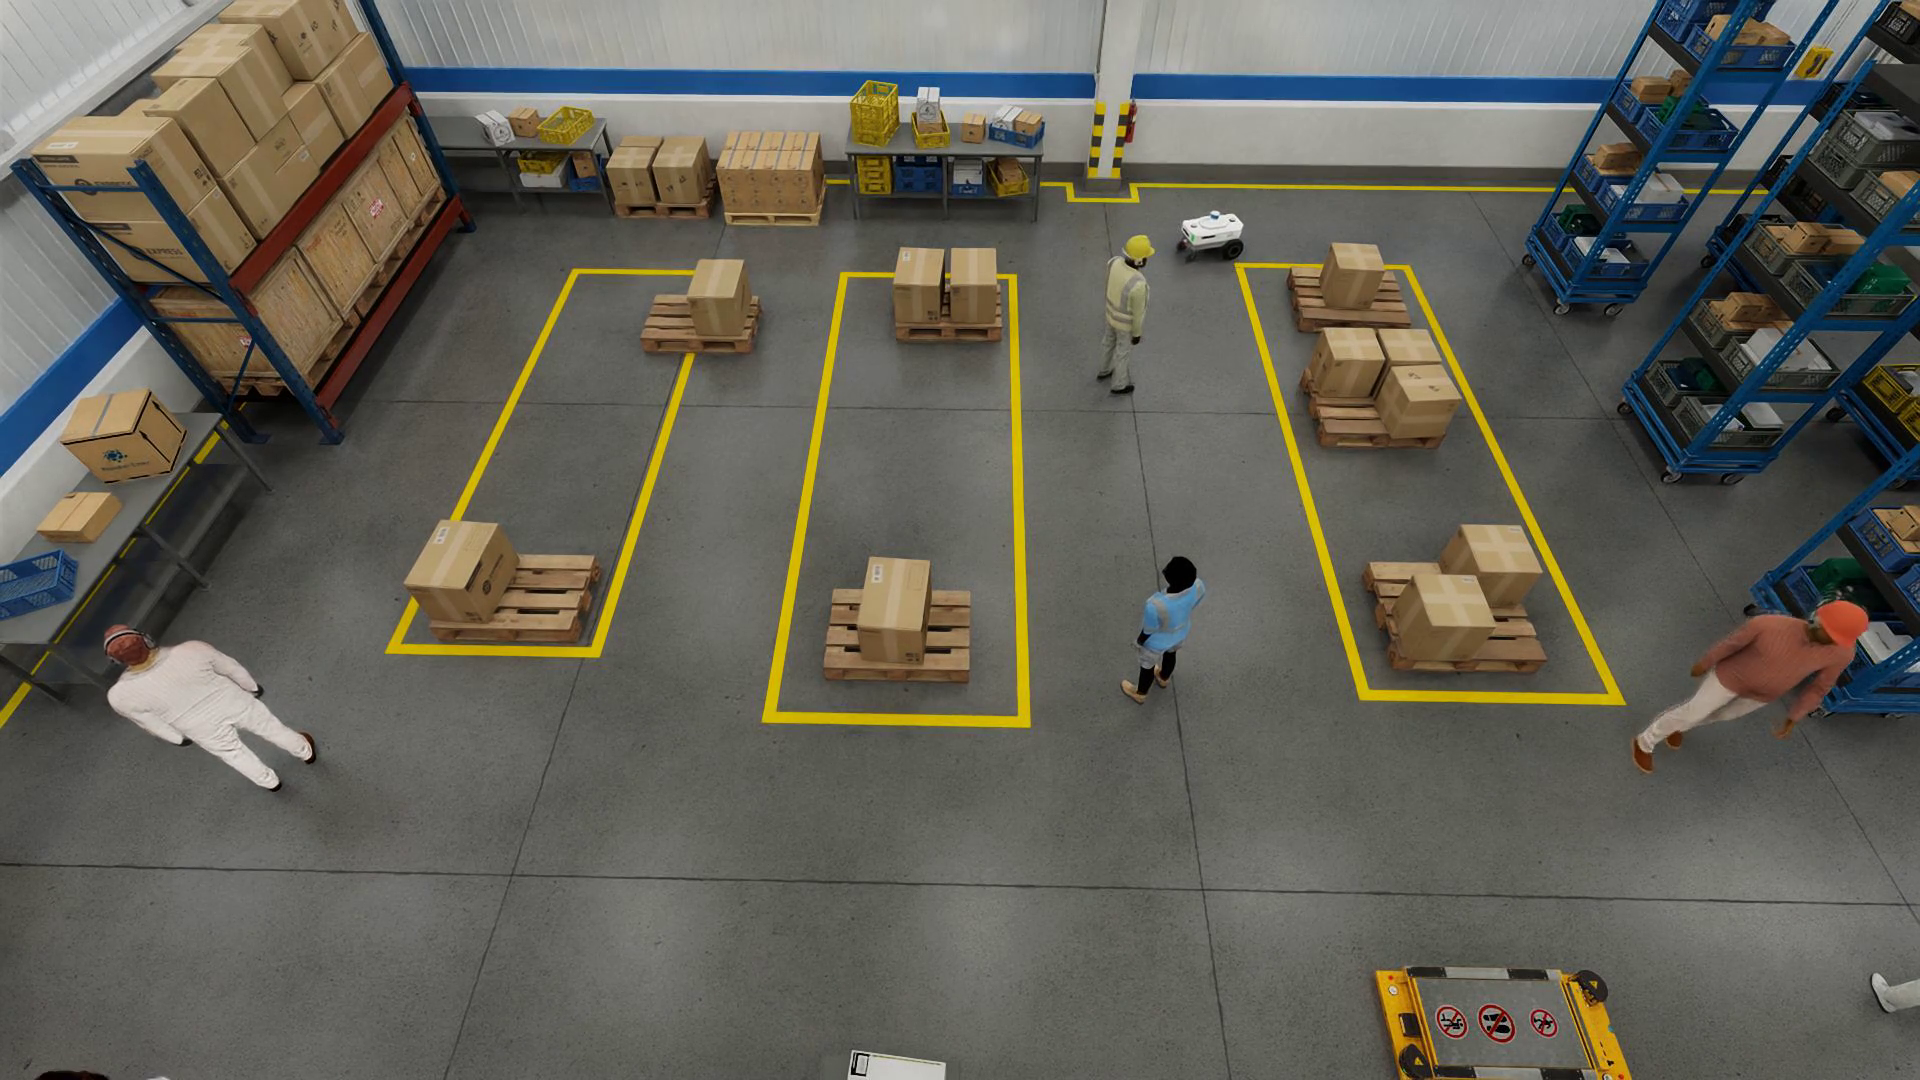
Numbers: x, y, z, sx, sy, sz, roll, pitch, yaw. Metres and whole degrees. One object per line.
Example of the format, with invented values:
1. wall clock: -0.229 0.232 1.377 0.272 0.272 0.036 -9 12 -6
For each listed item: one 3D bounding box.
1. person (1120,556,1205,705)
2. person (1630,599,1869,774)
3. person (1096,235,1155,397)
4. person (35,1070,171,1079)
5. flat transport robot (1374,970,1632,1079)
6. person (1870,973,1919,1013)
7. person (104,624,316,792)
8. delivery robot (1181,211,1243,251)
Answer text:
1. person: 1.544 0.694 6.986 0.535 1.700 0.318 -27 56 -20
2. person: 5.636 1.033 6.540 0.641 1.960 0.646 22 54 17
3. person: 1.679 -2.274 9.322 0.404 1.829 0.600 -20 53 -15
4. person: -4.109 3.124 4.891 0.635 1.878 0.617 -18 53 -14
5. flat transport robot: 3.501 3.133 5.914 1.431 0.197 0.652 1 51 1
6. person: 6.289 2.581 5.482 0.522 1.645 0.305 20 54 16
7. person: -5.281 1.181 6.464 0.405 1.906 0.646 32 58 23
8. delivery robot: 3.112 -3.834 11.350 0.707 0.478 0.477 -12 51 -10
